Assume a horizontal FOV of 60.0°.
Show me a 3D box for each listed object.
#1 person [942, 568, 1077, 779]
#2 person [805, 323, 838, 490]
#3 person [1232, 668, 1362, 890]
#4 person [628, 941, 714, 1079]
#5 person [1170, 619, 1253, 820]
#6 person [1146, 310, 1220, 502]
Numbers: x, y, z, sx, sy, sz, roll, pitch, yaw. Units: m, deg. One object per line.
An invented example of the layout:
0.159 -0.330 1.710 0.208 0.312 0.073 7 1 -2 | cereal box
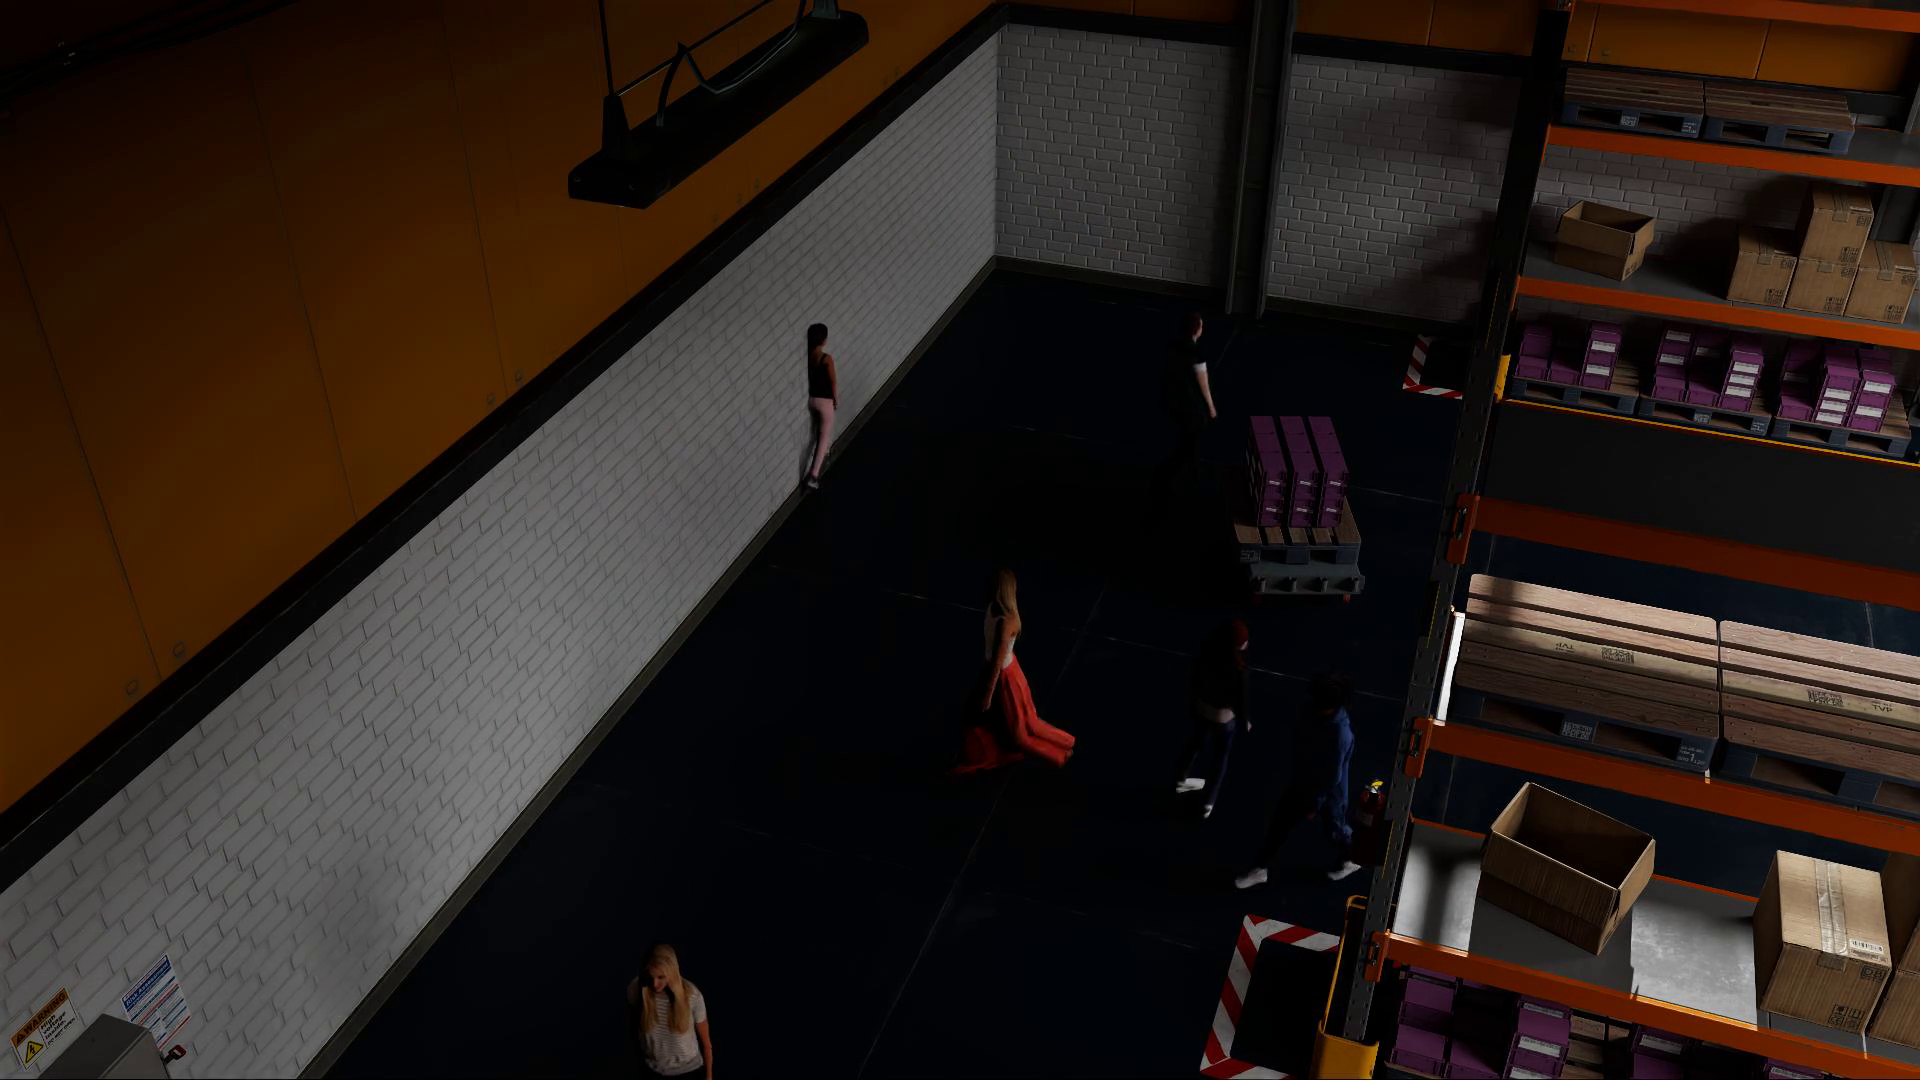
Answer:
0.391 0.982 11.506 1.266 1.768 0.995 -4 34 -6 | person
-1.296 -1.189 14.981 0.954 1.536 0.575 13 36 18 | person
2.374 1.556 10.642 1.192 1.767 1.154 -14 36 -20 | person
-1.498 2.717 8.850 0.677 1.817 0.755 1 34 2 | person
1.693 1.250 11.125 0.747 1.742 0.876 22 40 30 | person
1.961 -1.133 14.654 1.148 1.805 1.142 -18 38 -25 | person
